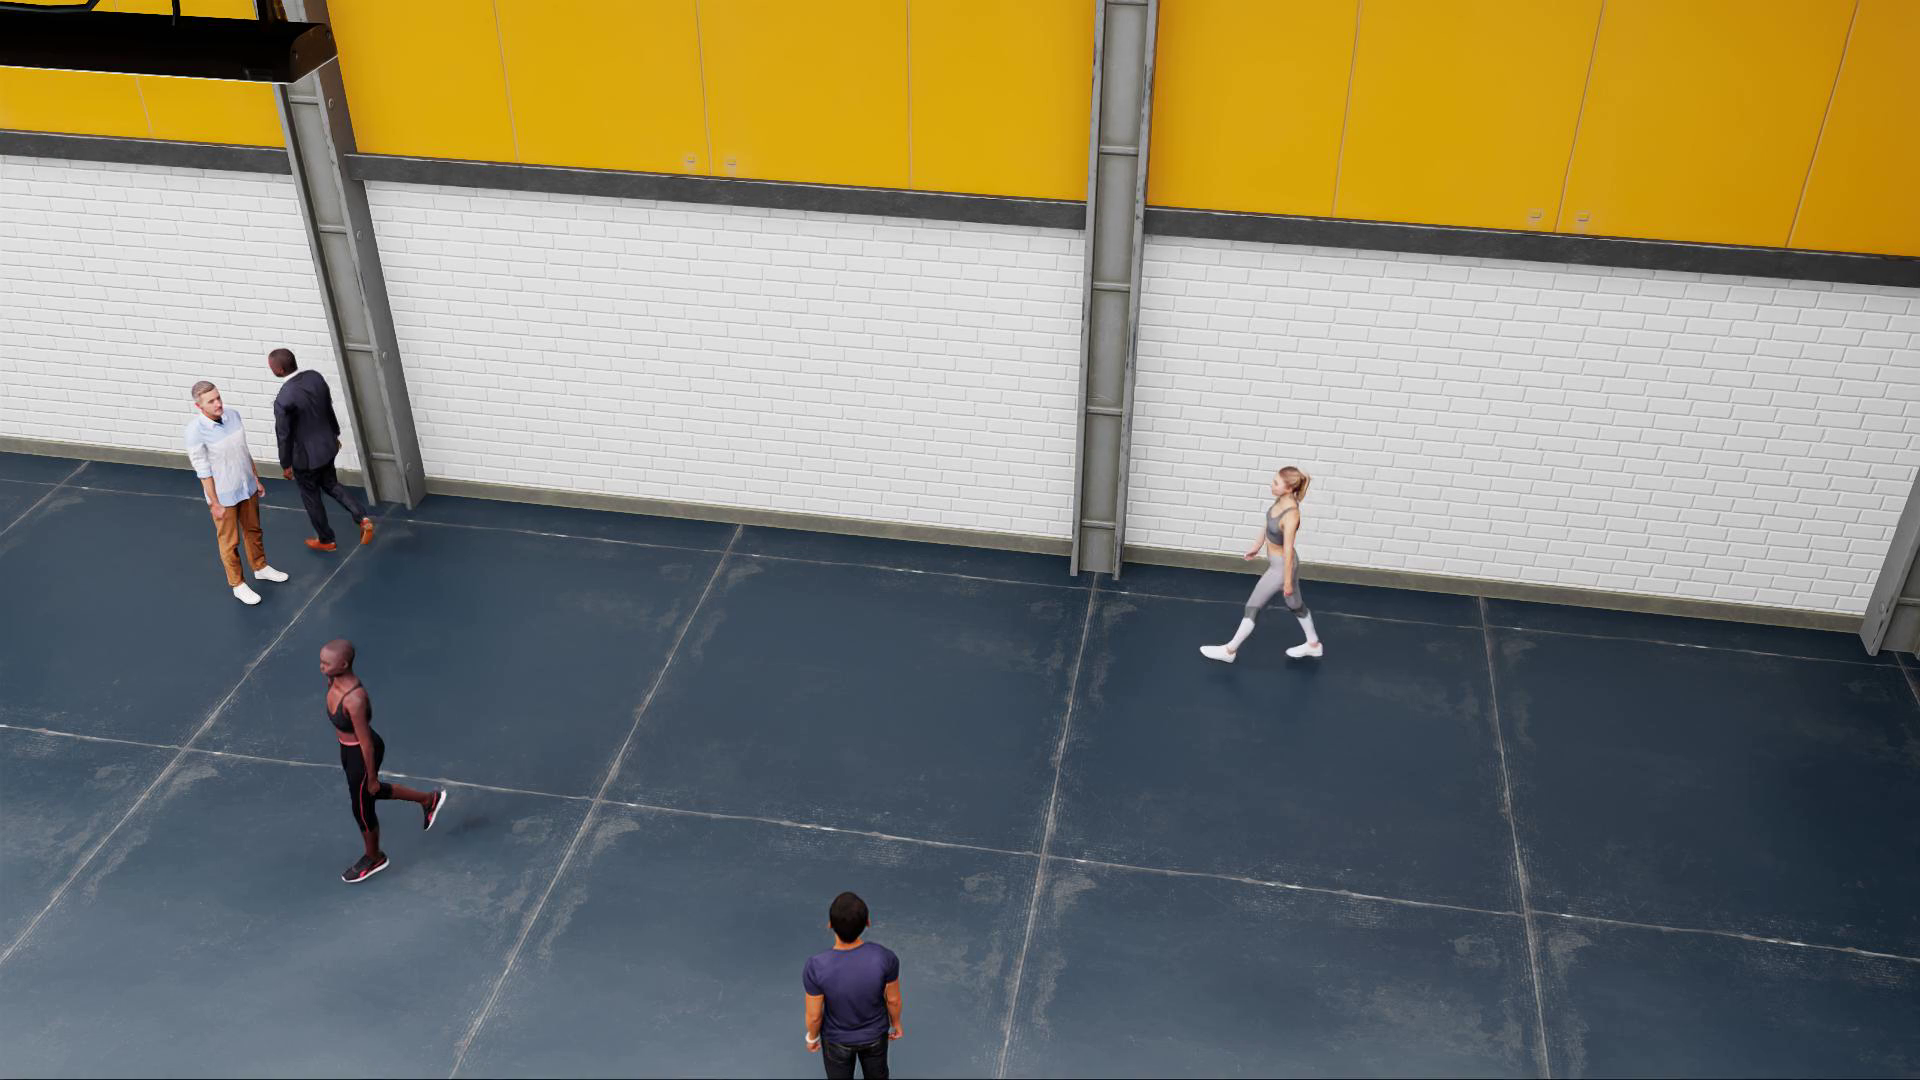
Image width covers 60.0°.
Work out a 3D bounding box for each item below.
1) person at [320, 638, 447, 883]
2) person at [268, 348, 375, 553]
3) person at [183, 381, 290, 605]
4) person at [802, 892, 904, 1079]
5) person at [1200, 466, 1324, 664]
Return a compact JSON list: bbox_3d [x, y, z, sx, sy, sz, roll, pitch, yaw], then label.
[{"bbox_3d":[-3.560,1.301,10.172,1.026,1.740,0.989,-24,40,-31],"label":"person"},{"bbox_3d":[-5.024,-0.676,13.089,0.956,1.802,0.854,12,35,17],"label":"person"},{"bbox_3d":[-5.554,-0.398,12.648,0.639,1.828,0.726,12,35,17],"label":"person"},{"bbox_3d":[-0.533,2.470,8.365,0.613,1.791,0.780,-8,35,-12],"label":"person"},{"bbox_3d":[2.375,0.212,11.885,1.138,1.656,0.623,3,34,5],"label":"person"}]
